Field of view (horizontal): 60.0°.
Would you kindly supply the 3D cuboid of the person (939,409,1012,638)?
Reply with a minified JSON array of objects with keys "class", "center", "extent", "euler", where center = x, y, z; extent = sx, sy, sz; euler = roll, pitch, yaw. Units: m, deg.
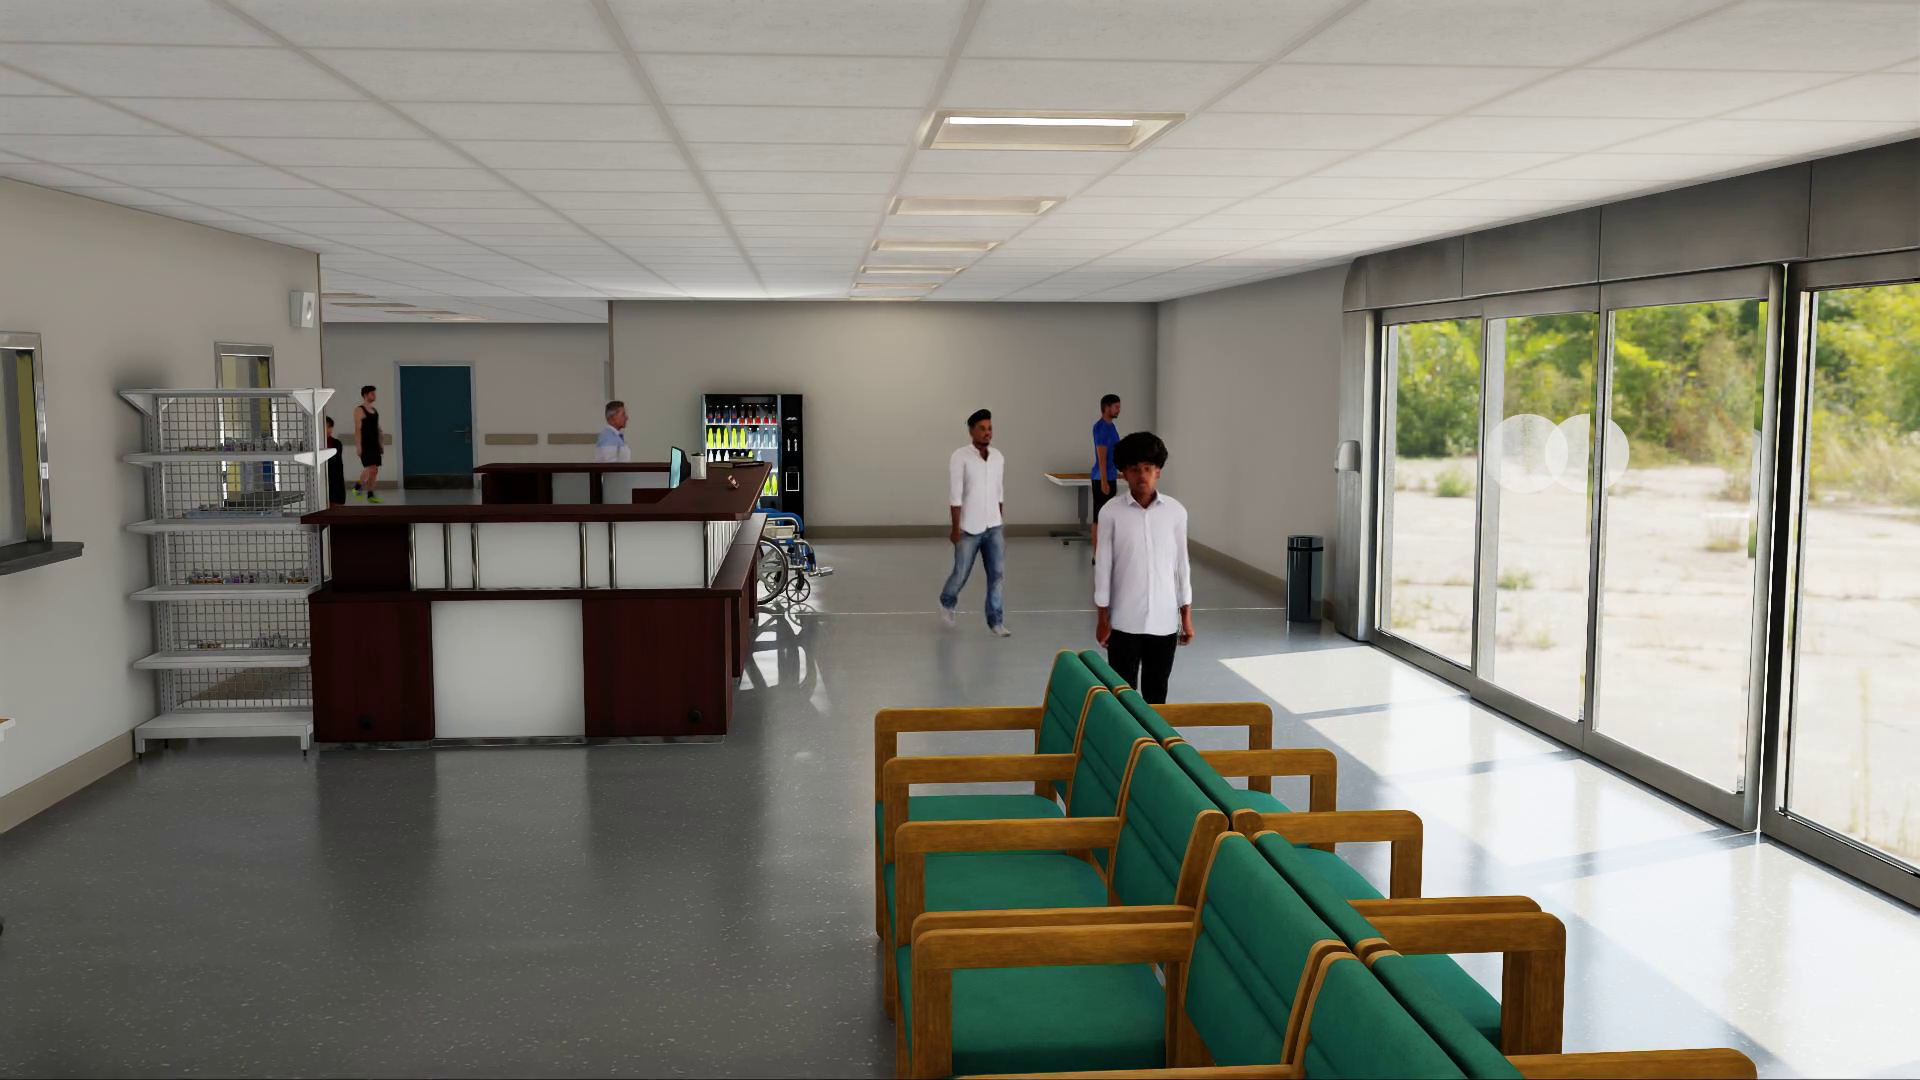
[{"class":"person","center":[0.103,-0.127,13.237],"extent":[1.145,1.785,0.985],"euler":[-3,6,-27]}]

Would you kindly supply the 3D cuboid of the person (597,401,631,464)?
[{"class":"person","center":[-3.420,-0.419,16.088],"extent":[1.116,1.797,0.700],"euler":[0,6,-3]}]

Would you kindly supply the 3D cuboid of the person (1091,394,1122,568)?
[{"class":"person","center":[1.567,-0.654,18.063],"extent":[0.692,1.867,0.692],"euler":[2,6,18]}]

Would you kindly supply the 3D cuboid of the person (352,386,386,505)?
[{"class":"person","center":[-9.472,-1.503,26.453],"extent":[0.838,1.878,0.800],"euler":[1,6,12]}]

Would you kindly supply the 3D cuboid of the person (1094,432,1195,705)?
[{"class":"person","center":[0.912,0.353,8.346],"extent":[0.533,1.810,0.705],"euler":[-1,6,-10]}]
